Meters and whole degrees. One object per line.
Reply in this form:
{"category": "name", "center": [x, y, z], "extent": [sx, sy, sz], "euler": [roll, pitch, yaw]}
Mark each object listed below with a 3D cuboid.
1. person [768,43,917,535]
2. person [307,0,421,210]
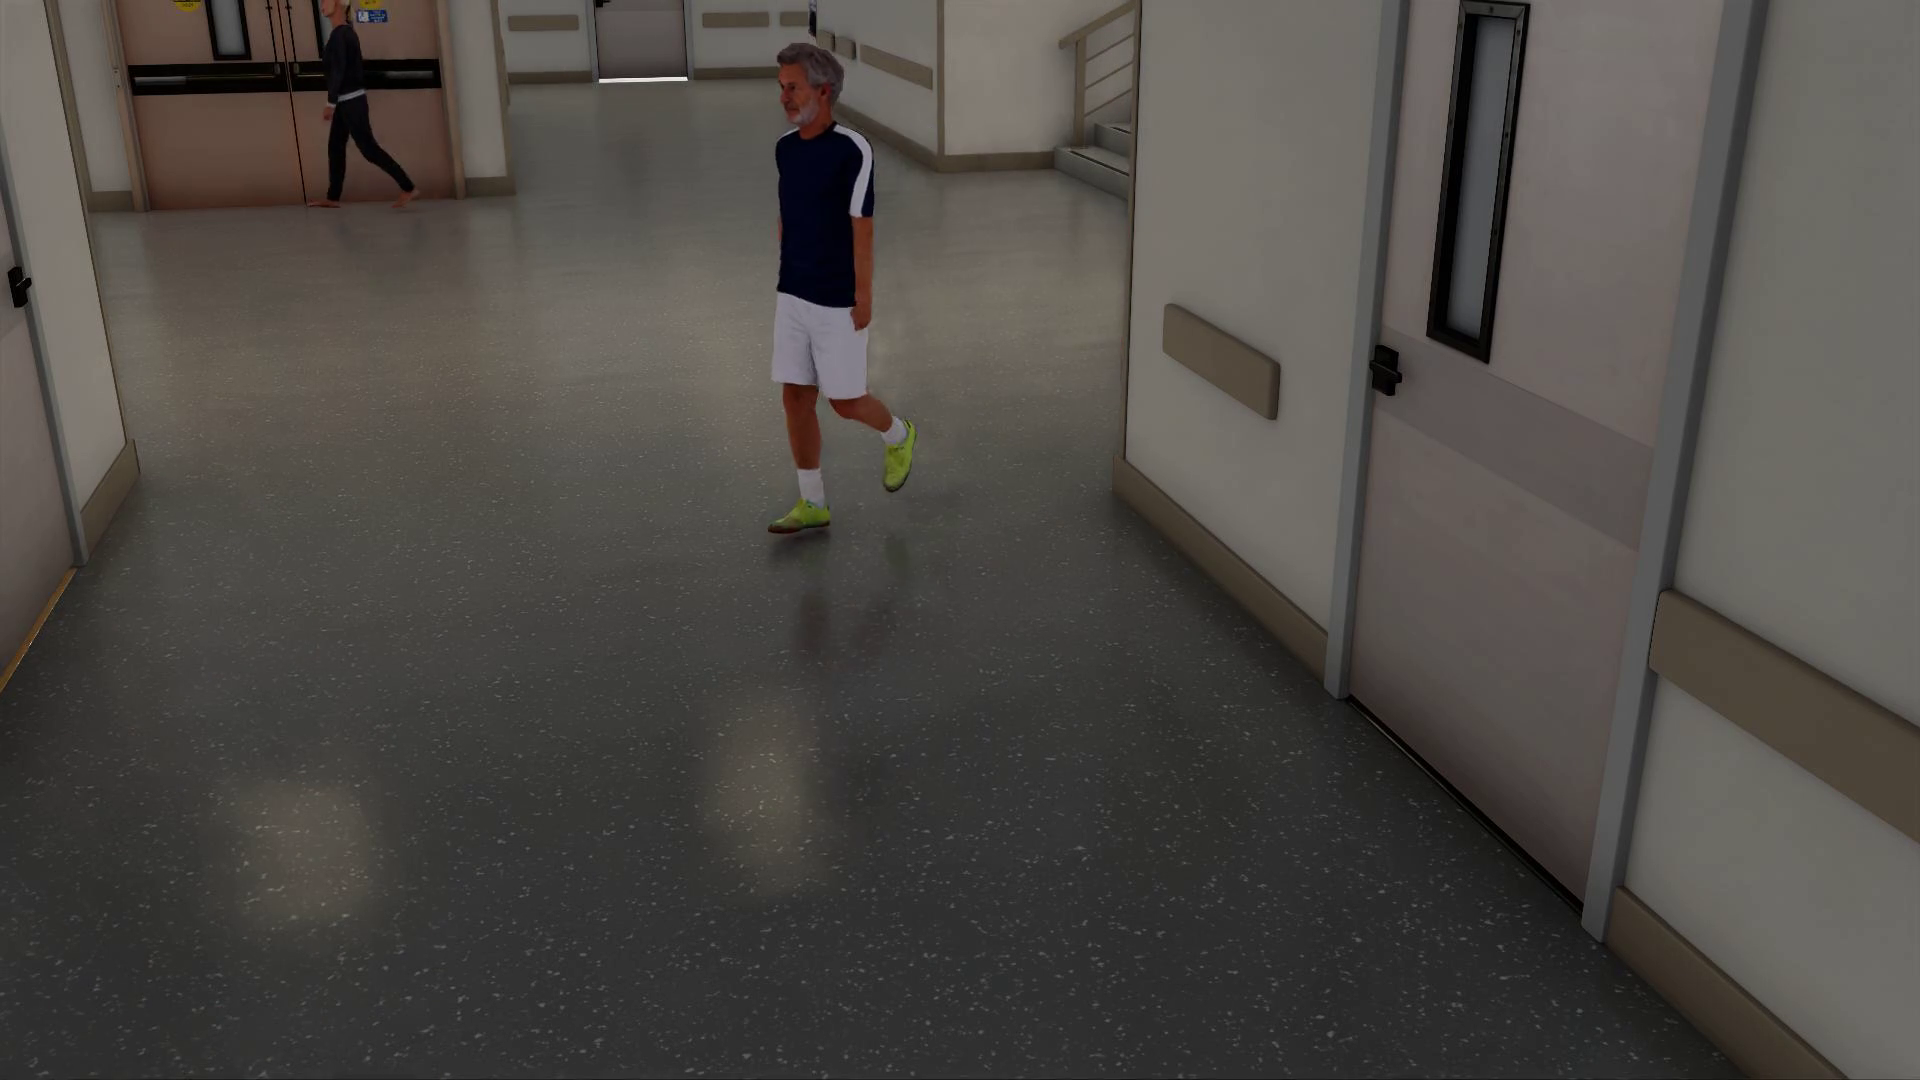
{"category": "person", "center": [-0.452, -0.919, 6.238], "extent": [0.957, 1.816, 1.062], "euler": [16, 26, 36]}
{"category": "person", "center": [-4.694, -3.432, 13.044], "extent": [1.086, 1.695, 0.637], "euler": [-6, 22, -16]}
